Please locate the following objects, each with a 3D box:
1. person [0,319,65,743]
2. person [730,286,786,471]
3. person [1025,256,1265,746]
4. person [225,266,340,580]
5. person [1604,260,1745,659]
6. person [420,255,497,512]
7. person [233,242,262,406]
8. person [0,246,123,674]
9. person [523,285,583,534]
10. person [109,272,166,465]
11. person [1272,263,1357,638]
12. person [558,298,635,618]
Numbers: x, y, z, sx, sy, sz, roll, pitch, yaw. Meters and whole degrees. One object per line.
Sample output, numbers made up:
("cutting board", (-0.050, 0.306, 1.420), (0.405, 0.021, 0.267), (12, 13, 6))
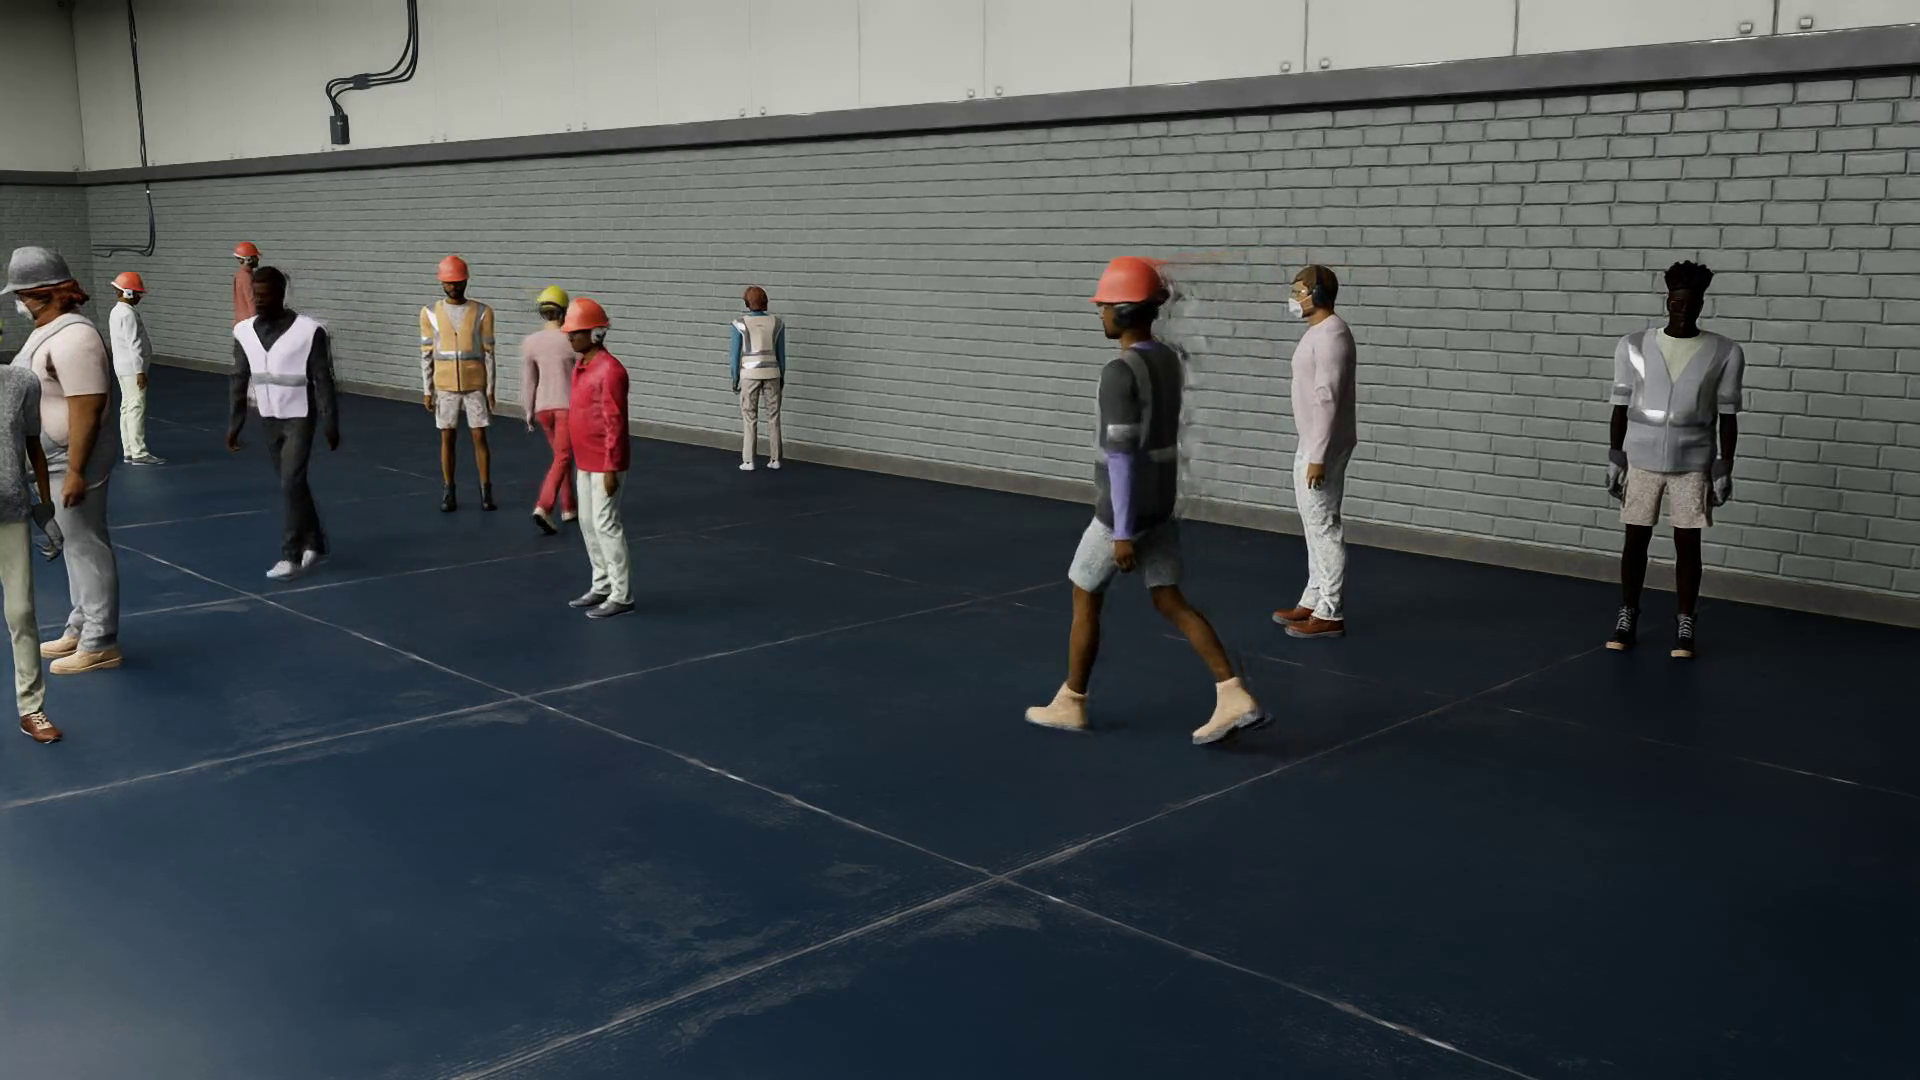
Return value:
("person", (-3.917, -0.072, 6.703), (0.536, 1.869, 0.312), (-9, 14, -40))
("person", (-1.780, -1.422, 14.726), (0.507, 1.629, 0.315), (-4, 11, -22))
("person", (0.767, -0.142, 6.756), (1.036, 2.009, 0.616), (7, 13, 34))
("person", (-4.152, -0.702, 10.090), (0.608, 1.880, 0.863), (3, 11, 15))
("person", (3.515, -0.394, 8.228), (0.602, 1.960, 0.372), (6, 12, 28))
("person", (-3.759, -1.164, 12.500), (0.542, 1.928, 0.380), (-2, 11, -11))
("person", (-8.636, -2.626, 20.284), (0.375, 1.997, 0.611), (-7, 13, -35))
("person", (-4.318, -0.386, 7.948), (0.536, 2.000, 0.672), (-7, 12, -33))
("person", (-2.864, -0.931, 11.768), (0.529, 1.730, 0.859), (4, 11, 20))
("person", (-7.517, -1.561, 15.150), (0.331, 1.747, 0.559), (-8, 13, -39))
("person", (1.866, -0.461, 8.663), (0.383, 1.933, 0.633), (1, 10, 4))
("person", (-1.999, -0.446, 9.100), (0.353, 1.740, 0.576), (-7, 12, -32))
